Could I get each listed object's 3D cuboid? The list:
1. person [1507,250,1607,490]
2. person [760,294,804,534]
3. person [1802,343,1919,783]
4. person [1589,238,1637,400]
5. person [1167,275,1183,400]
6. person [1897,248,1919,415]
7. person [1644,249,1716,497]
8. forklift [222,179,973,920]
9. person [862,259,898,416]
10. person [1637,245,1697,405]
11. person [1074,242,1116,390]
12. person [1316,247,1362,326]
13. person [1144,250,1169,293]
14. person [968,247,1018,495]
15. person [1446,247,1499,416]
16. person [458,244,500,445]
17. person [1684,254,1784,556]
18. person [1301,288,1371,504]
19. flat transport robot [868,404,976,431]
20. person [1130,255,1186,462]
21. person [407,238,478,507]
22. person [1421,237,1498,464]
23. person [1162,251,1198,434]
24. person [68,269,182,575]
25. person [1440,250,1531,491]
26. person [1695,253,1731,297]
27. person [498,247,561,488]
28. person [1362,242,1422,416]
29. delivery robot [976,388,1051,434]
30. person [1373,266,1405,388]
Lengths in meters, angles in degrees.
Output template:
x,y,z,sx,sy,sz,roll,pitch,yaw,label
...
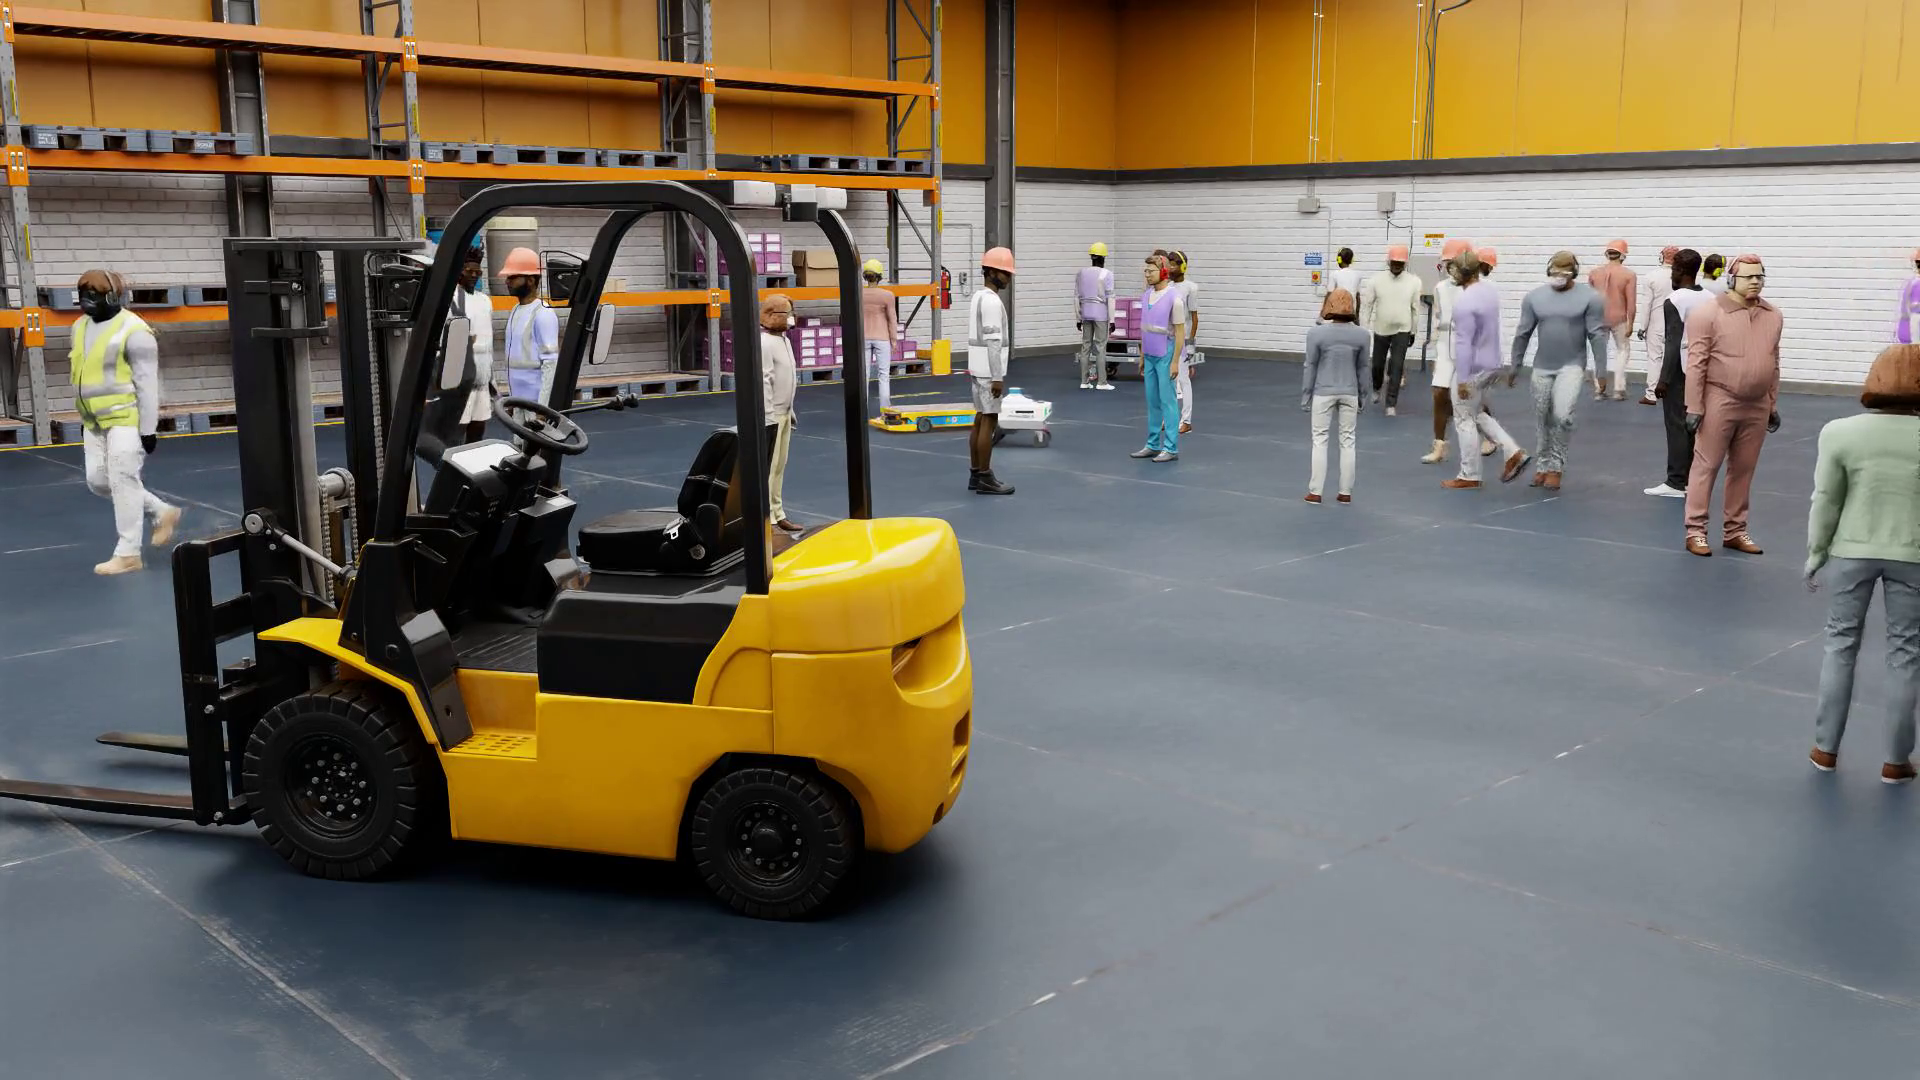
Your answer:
x,y,z,sx,sy,sz,roll,pitch,yaw,label
4.742,-1.334,13.207,0.755,1.895,0.632,8,13,38,person
-1.224,-0.837,11.217,0.279,1.634,0.499,2,11,12,person
3.439,0.088,6.211,0.522,1.629,0.355,6,12,29,person
7.987,-2.698,20.401,0.644,1.987,0.452,9,14,42,person
2.632,-2.545,20.519,0.310,1.640,0.514,-1,10,-6,person
10.090,-2.121,17.418,0.496,1.924,0.569,4,11,22,person
5.622,-1.287,12.899,0.597,1.916,0.370,-8,13,-37,person
-1.114,-0.058,5.440,2.313,2.155,1.214,2,11,13,forklift
-0.927,-2.150,18.009,0.525,1.772,0.305,3,11,14,person
8.429,-2.564,19.893,0.645,1.907,0.400,0,10,2,person
1.784,-2.923,21.793,0.595,1.925,0.373,8,13,36,person
5.134,-3.005,22.414,0.538,1.863,0.405,-5,11,-24,person
3.066,-3.614,25.919,0.452,1.804,0.773,1,10,7,person
0.261,-1.322,13.060,0.384,1.926,0.549,-2,11,-11,person
5.714,-2.330,18.652,0.578,1.888,0.575,-7,12,-33,person
-3.640,-1.205,12.323,0.369,1.963,0.608,4,11,20,person
4.910,-0.847,10.529,0.652,1.906,0.404,-2,11,-11,person
2.833,-1.076,12.548,0.503,1.626,0.281,-1,10,-4,person
-0.195,-1.296,17.442,1.431,0.197,0.652,-4,11,-23,flat transport robot
1.813,-1.623,14.922,0.381,1.844,0.566,-5,12,-26,person
-3.668,-1.147,11.799,0.682,2.000,0.718,4,11,19,person
4.517,-1.689,14.855,0.880,2.013,0.612,-9,14,-39,person
2.216,-2.019,17.039,0.329,1.865,0.516,-7,12,-33,person
-5.047,-0.725,10.081,0.639,1.827,0.602,6,12,29,person
4.121,-1.318,13.104,0.625,1.911,0.650,8,13,37,person
7.694,-2.052,17.301,0.531,1.828,0.389,4,11,20,person
-2.837,-0.943,10.959,0.349,1.942,0.545,-8,13,-39,person
4.890,-2.399,18.896,0.634,1.953,0.818,2,11,12,person
0.521,-1.224,16.016,0.707,0.478,0.477,2,10,9,delivery robot
5.804,-2.864,22.225,0.542,1.641,0.924,-2,11,-11,person
